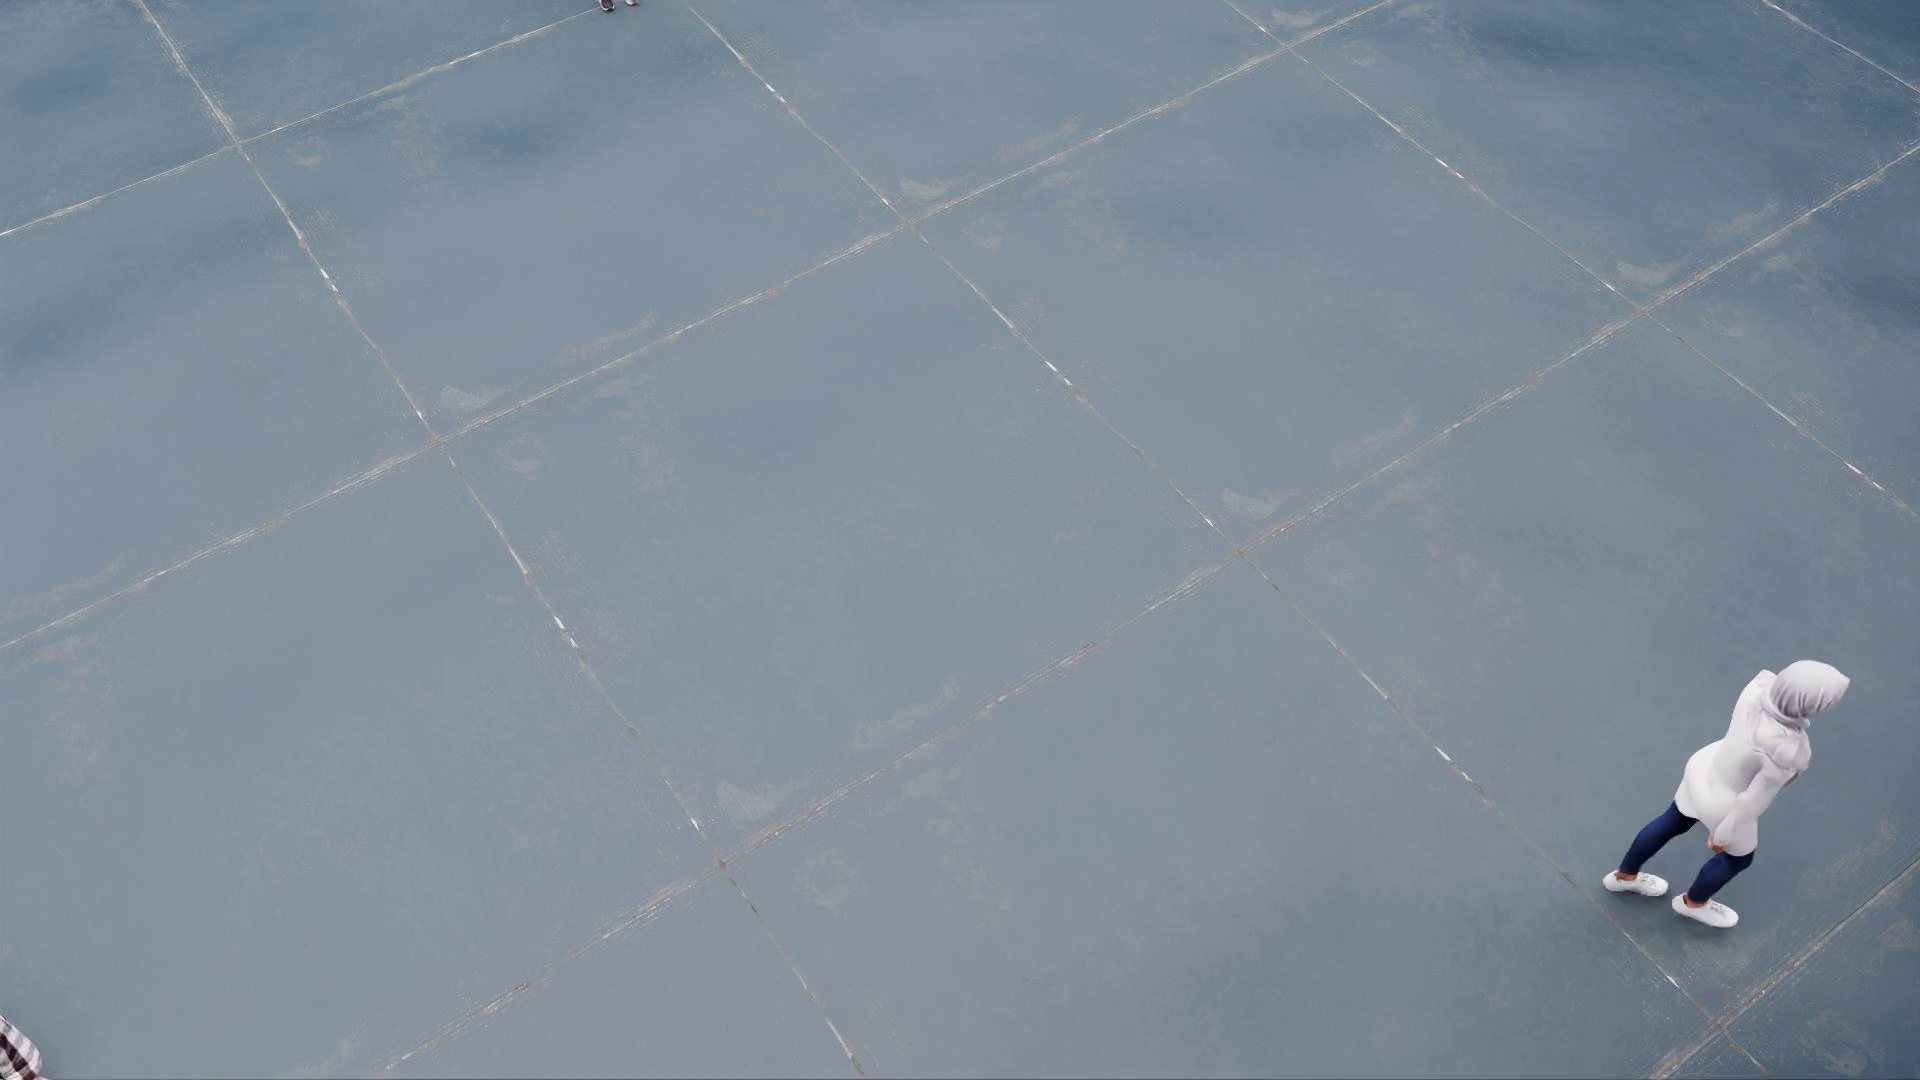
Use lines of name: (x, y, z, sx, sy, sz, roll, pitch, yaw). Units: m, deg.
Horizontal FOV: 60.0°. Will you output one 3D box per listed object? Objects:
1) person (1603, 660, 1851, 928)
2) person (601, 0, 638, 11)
person: (2.910, 0.981, 6.538, 0.890, 1.762, 0.840, 3, 52, 2)
person: (-2.303, -3.985, 10.795, 0.452, 1.112, 0.483, -24, 56, -17)
